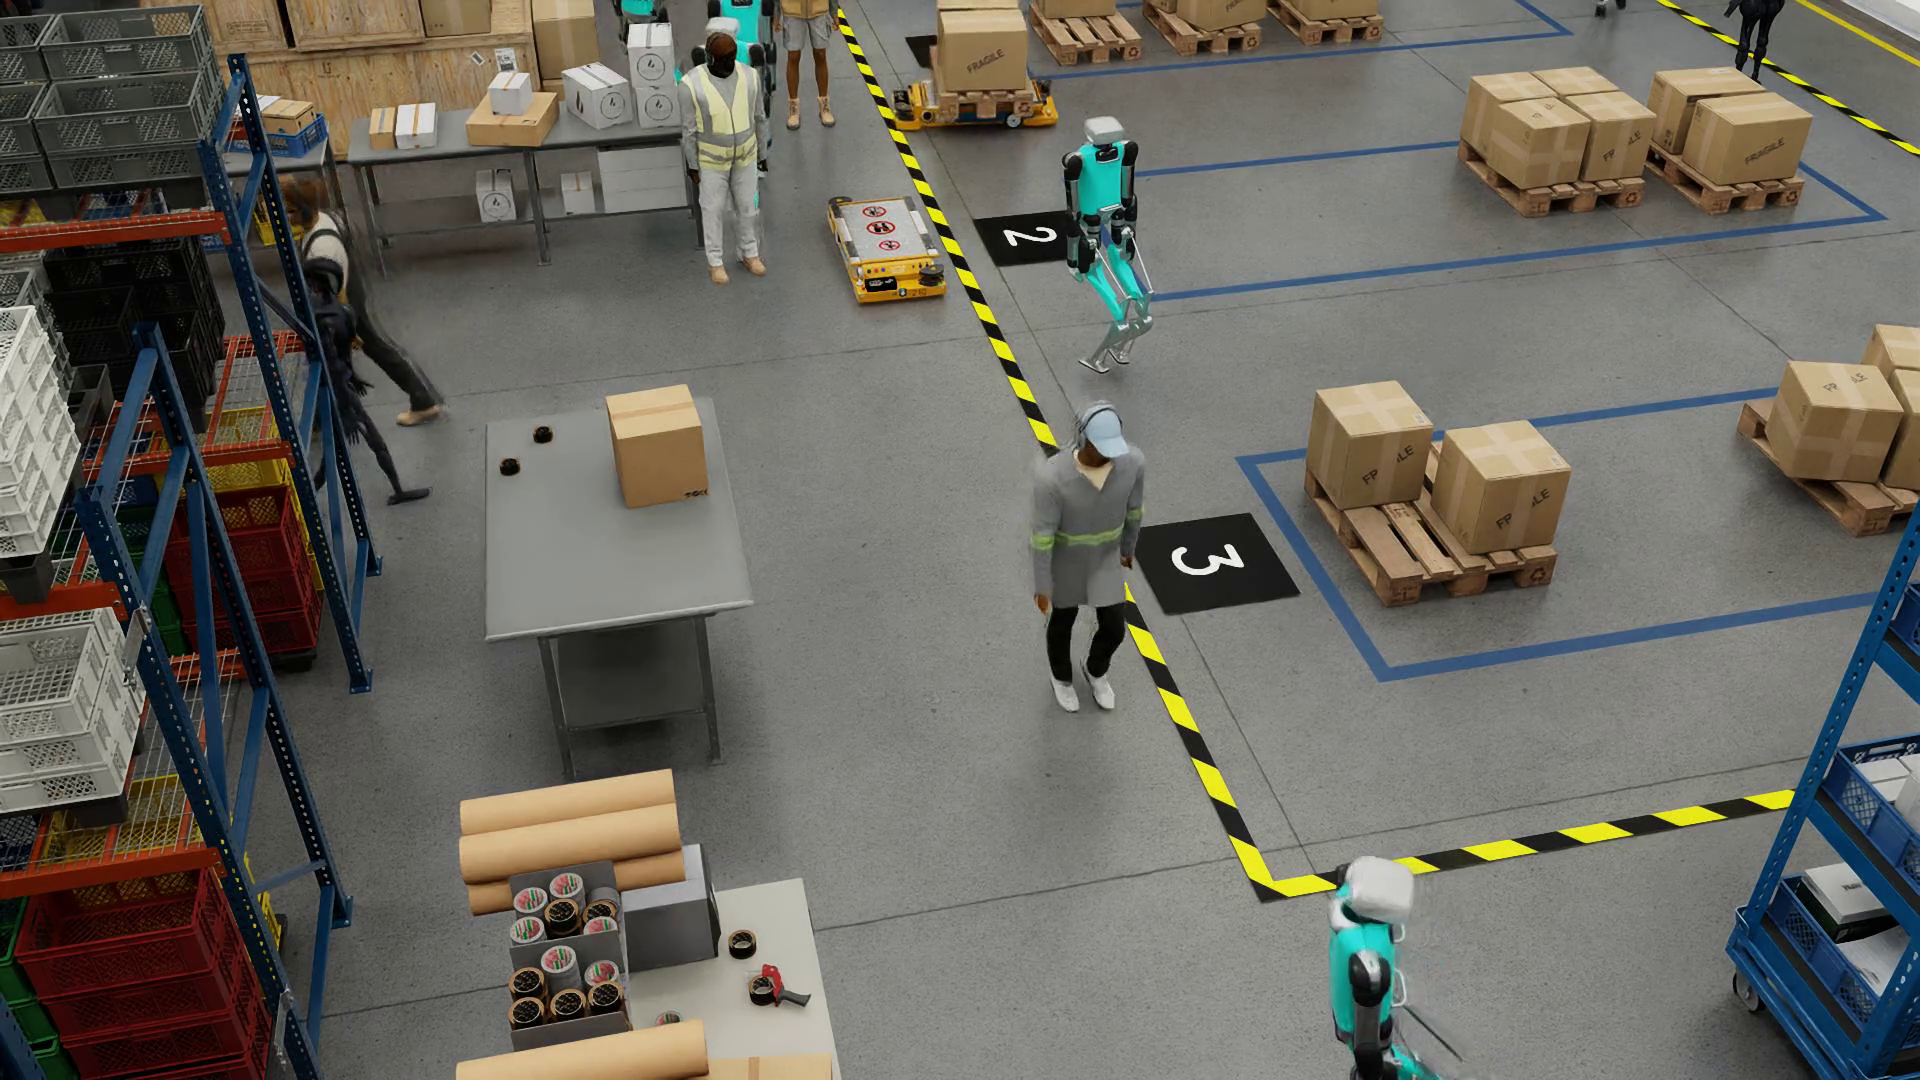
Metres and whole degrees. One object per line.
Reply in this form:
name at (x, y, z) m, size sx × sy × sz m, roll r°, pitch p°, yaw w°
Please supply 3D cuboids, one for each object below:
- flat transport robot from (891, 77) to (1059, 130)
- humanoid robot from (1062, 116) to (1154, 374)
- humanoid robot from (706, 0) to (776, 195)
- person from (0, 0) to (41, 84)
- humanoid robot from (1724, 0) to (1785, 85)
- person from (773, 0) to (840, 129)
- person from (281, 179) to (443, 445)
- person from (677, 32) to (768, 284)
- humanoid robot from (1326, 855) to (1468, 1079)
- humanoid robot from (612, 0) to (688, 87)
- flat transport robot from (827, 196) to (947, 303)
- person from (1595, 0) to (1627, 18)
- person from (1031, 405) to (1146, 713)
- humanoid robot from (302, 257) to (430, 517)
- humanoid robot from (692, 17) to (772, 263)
flat transport robot at (0.124, -3.878, 14.742) m, size 1.431 × 0.197 × 0.652 m, roll -3°, pitch 37°, yaw -4°
humanoid robot at (1.009, -1.818, 10.654) m, size 0.533 × 1.677 × 0.735 m, roll -19°, pitch 41°, yaw -23°
humanoid robot at (-1.651, -3.513, 13.032) m, size 0.559 × 1.756 × 0.873 m, roll -10°, pitch 38°, yaw -14°
person at (-8.611, -5.002, 14.935) m, size 0.509 × 1.871 × 0.328 m, roll -23°, pitch 42°, yaw -27°
humanoid robot at (7.197, -4.894, 14.937) m, size 0.599 × 1.659 × 0.315 m, roll -15°, pitch 39°, yaw -19°
person at (-1.310, -4.514, 14.133) m, size 0.607 × 2.048 × 0.365 m, roll -6°, pitch 37°, yaw -8°
person at (-3.800, -1.398, 10.163) m, size 1.019 × 1.787 × 0.521 m, roll -6°, pitch 37°, yaw -8°
person at (-1.664, -2.742, 11.932) m, size 0.629 × 1.835 × 0.429 m, roll -17°, pitch 40°, yaw -21°
humanoid robot at (1.689, 1.825, 5.887) m, size 0.956 × 1.788 × 0.550 m, roll 3°, pitch 37°, yaw 4°
humanoid robot at (-2.555, -4.266, 14.045) m, size 0.536 × 1.771 × 0.696 m, roll 19°, pitch 41°, yaw 23°
flat transport robot at (-0.570, -2.220, 12.538) m, size 0.659 × 0.231 × 1.431 m, roll -8°, pitch 37°, yaw -10°
person at (6.579, -6.077, 16.422) m, size 0.590 × 1.821 × 0.427 m, roll 10°, pitch 38°, yaw 13°
person at (0.617, 0.117, 8.086) m, size 0.605 × 1.833 × 0.503 m, roll -9°, pitch 38°, yaw -12°
humanoid robot at (-3.613, -0.846, 9.568) m, size 0.808 × 1.631 × 0.594 m, roll -11°, pitch 38°, yaw -14°
humanoid robot at (-1.657, -2.812, 12.167) m, size 0.547 × 1.845 × 0.794 m, roll 0°, pitch 37°, yaw 0°
